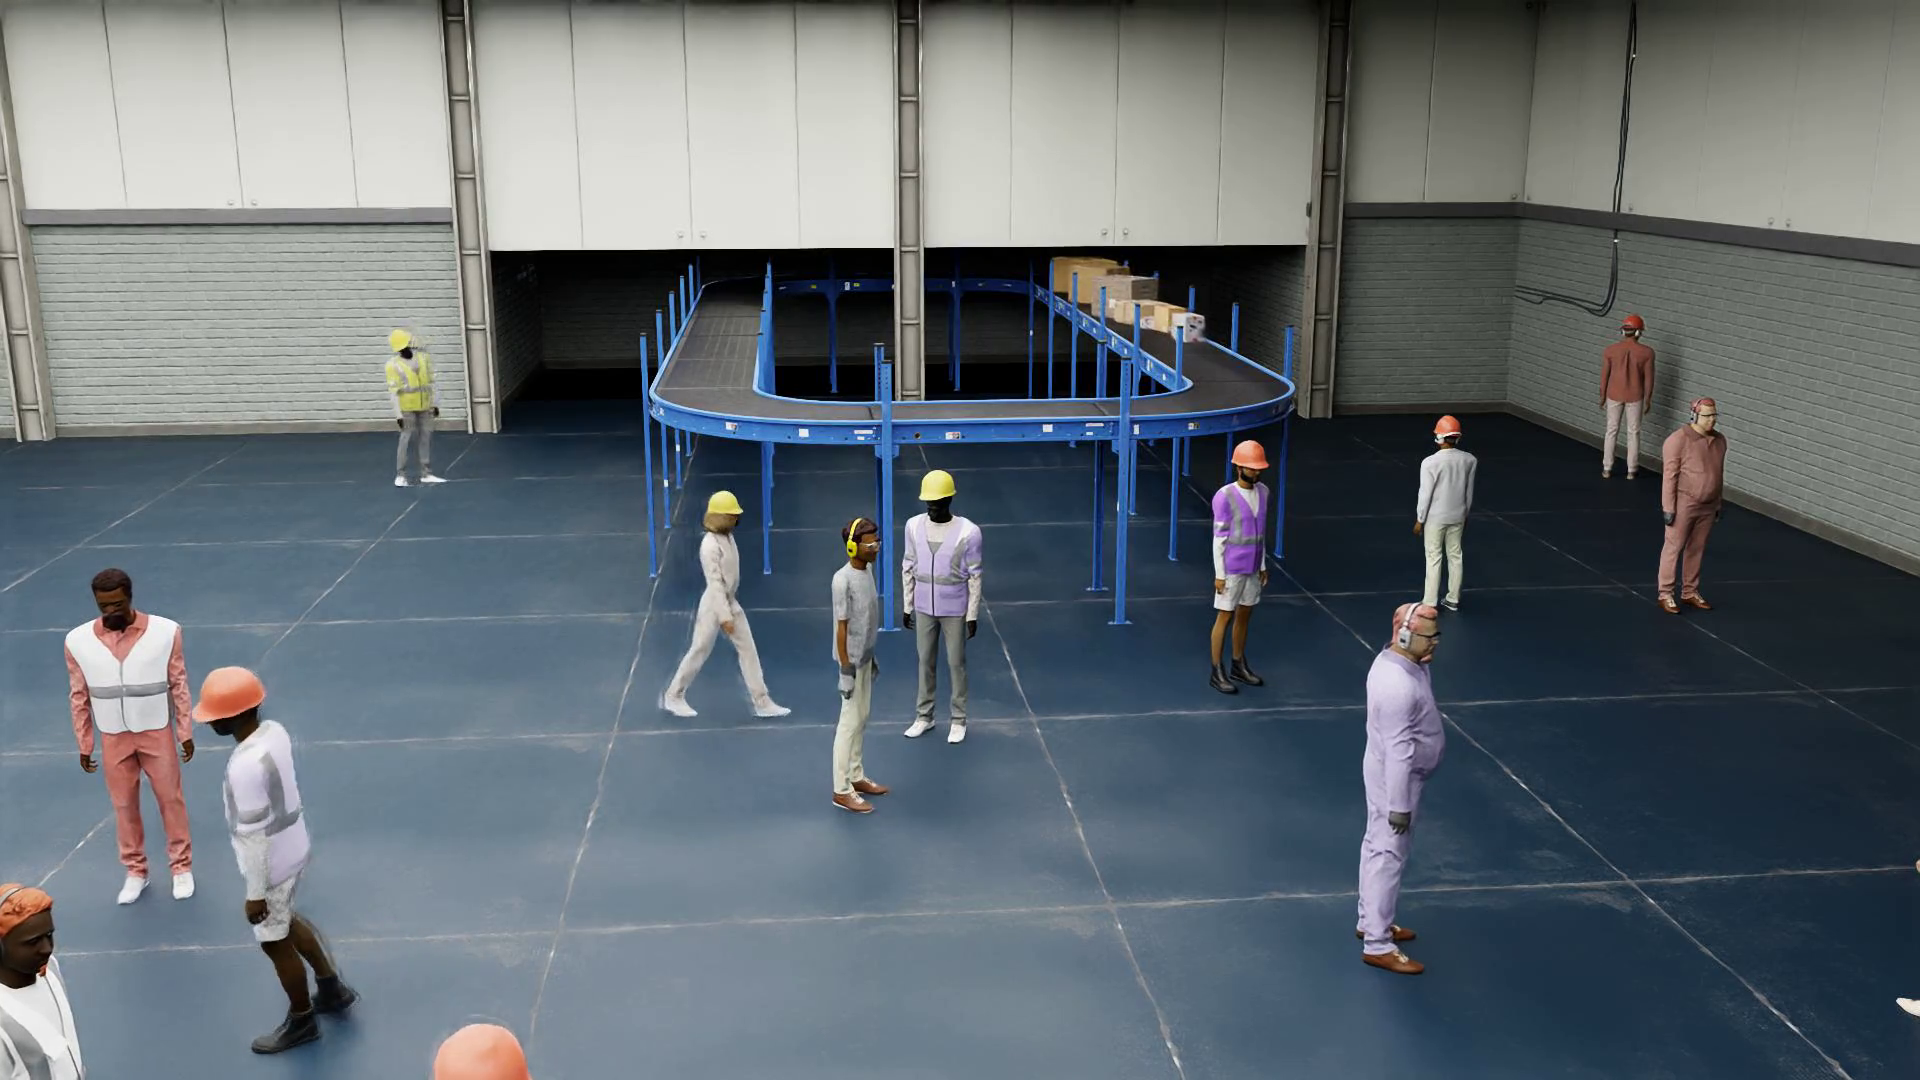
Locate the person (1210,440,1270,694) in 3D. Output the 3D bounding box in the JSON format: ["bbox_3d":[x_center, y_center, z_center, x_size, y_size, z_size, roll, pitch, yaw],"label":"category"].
[{"bbox_3d":[2.145,0.195,12.583,0.548,1.937,0.379,-10,17,-36],"label":"person"}]

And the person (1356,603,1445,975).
[{"bbox_3d":[2.252,1.239,8.480,0.399,1.905,0.643,3,14,11],"label":"person"}]

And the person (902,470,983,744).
[{"bbox_3d":[-0.136,0.459,11.551,0.588,1.927,0.369,6,15,21],"label":"person"}]

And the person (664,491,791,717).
[{"bbox_3d":[-1.739,0.472,11.968,0.918,1.696,0.489,4,15,15],"label":"person"}]

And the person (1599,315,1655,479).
[{"bbox_3d":[8.087,-1.732,20.199,0.612,1.984,0.401,8,16,29],"label":"person"}]

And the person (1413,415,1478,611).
[{"bbox_3d":[4.247,-0.226,14.639,0.561,1.752,0.326,-5,15,-20],"label":"person"}]

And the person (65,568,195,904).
[{"bbox_3d":[-4.549,1.064,9.178,0.599,1.909,0.405,-4,15,-17],"label":"person"}]

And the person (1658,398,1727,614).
[{"bbox_3d":[6.467,-0.305,14.648,0.643,1.909,0.410,-5,15,-21],"label":"person"}]

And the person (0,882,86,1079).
[{"bbox_3d":[-3.008,2.009,5.438,0.359,1.882,0.575,-3,14,-11],"label":"person"}]

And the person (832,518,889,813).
[{"bbox_3d":[-0.636,0.765,10.445,0.309,1.868,0.534,4,15,16],"label":"person"}]

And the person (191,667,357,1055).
[{"bbox_3d":[-3.134,1.457,7.609,0.525,1.909,0.617,-3,14,-12],"label":"person"}]

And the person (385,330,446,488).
[{"bbox_3d":[-6.514,-1.568,19.772,0.399,1.879,0.677,10,17,35],"label":"person"}]

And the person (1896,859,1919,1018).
[{"bbox_3d":[4.795,1.456,7.888,0.525,1.769,0.316,-3,14,-12],"label":"person"}]

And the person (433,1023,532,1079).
[{"bbox_3d":[-1.186,2.203,4.421,0.619,1.994,1.005,-7,16,-27],"label":"person"}]
